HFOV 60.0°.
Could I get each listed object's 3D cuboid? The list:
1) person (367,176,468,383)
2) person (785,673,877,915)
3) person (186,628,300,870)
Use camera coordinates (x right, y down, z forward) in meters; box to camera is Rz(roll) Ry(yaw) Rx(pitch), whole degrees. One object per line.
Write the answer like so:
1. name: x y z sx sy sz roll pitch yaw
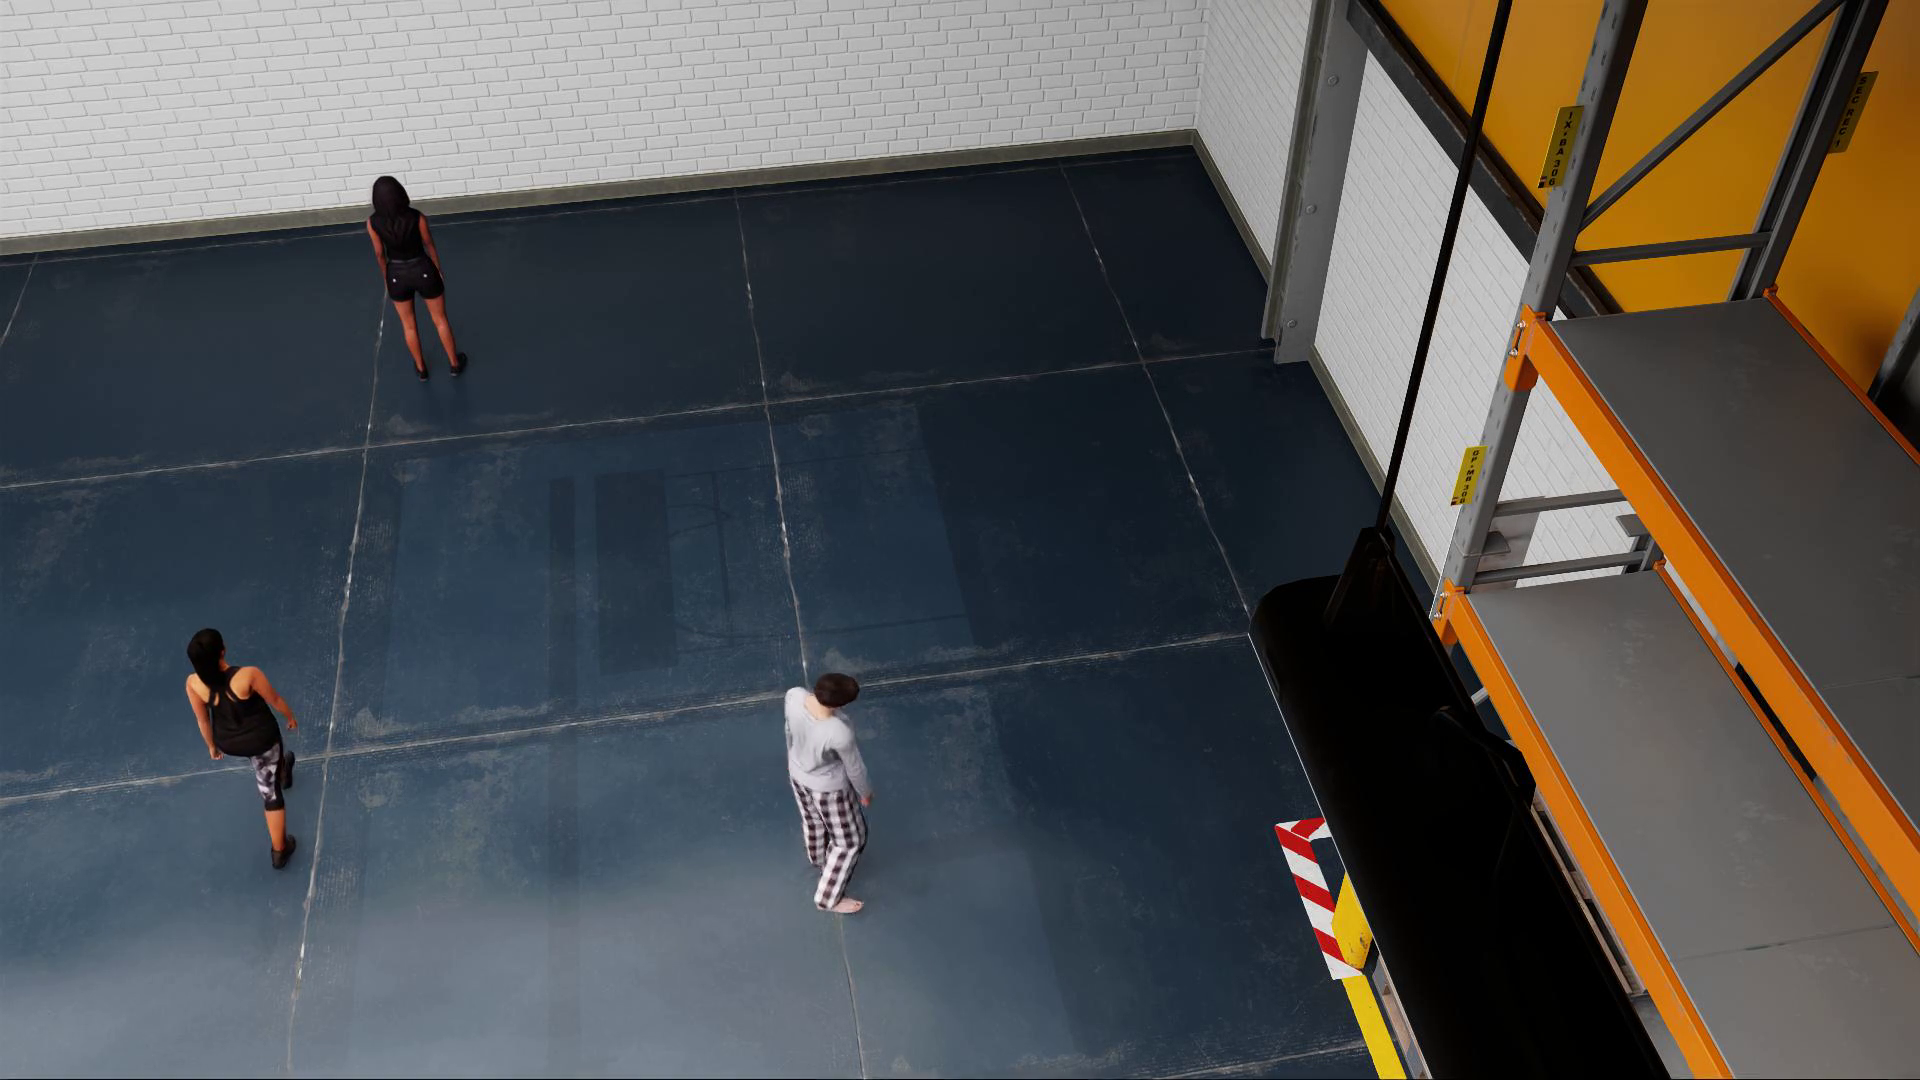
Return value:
1. person: -4.126 -1.967 12.538 0.604 1.741 0.511 -9 44 -10
2. person: -0.763 1.273 9.085 0.875 1.814 0.940 17 46 17
3. person: -3.998 1.167 9.337 0.618 1.620 1.083 -5 44 -6
